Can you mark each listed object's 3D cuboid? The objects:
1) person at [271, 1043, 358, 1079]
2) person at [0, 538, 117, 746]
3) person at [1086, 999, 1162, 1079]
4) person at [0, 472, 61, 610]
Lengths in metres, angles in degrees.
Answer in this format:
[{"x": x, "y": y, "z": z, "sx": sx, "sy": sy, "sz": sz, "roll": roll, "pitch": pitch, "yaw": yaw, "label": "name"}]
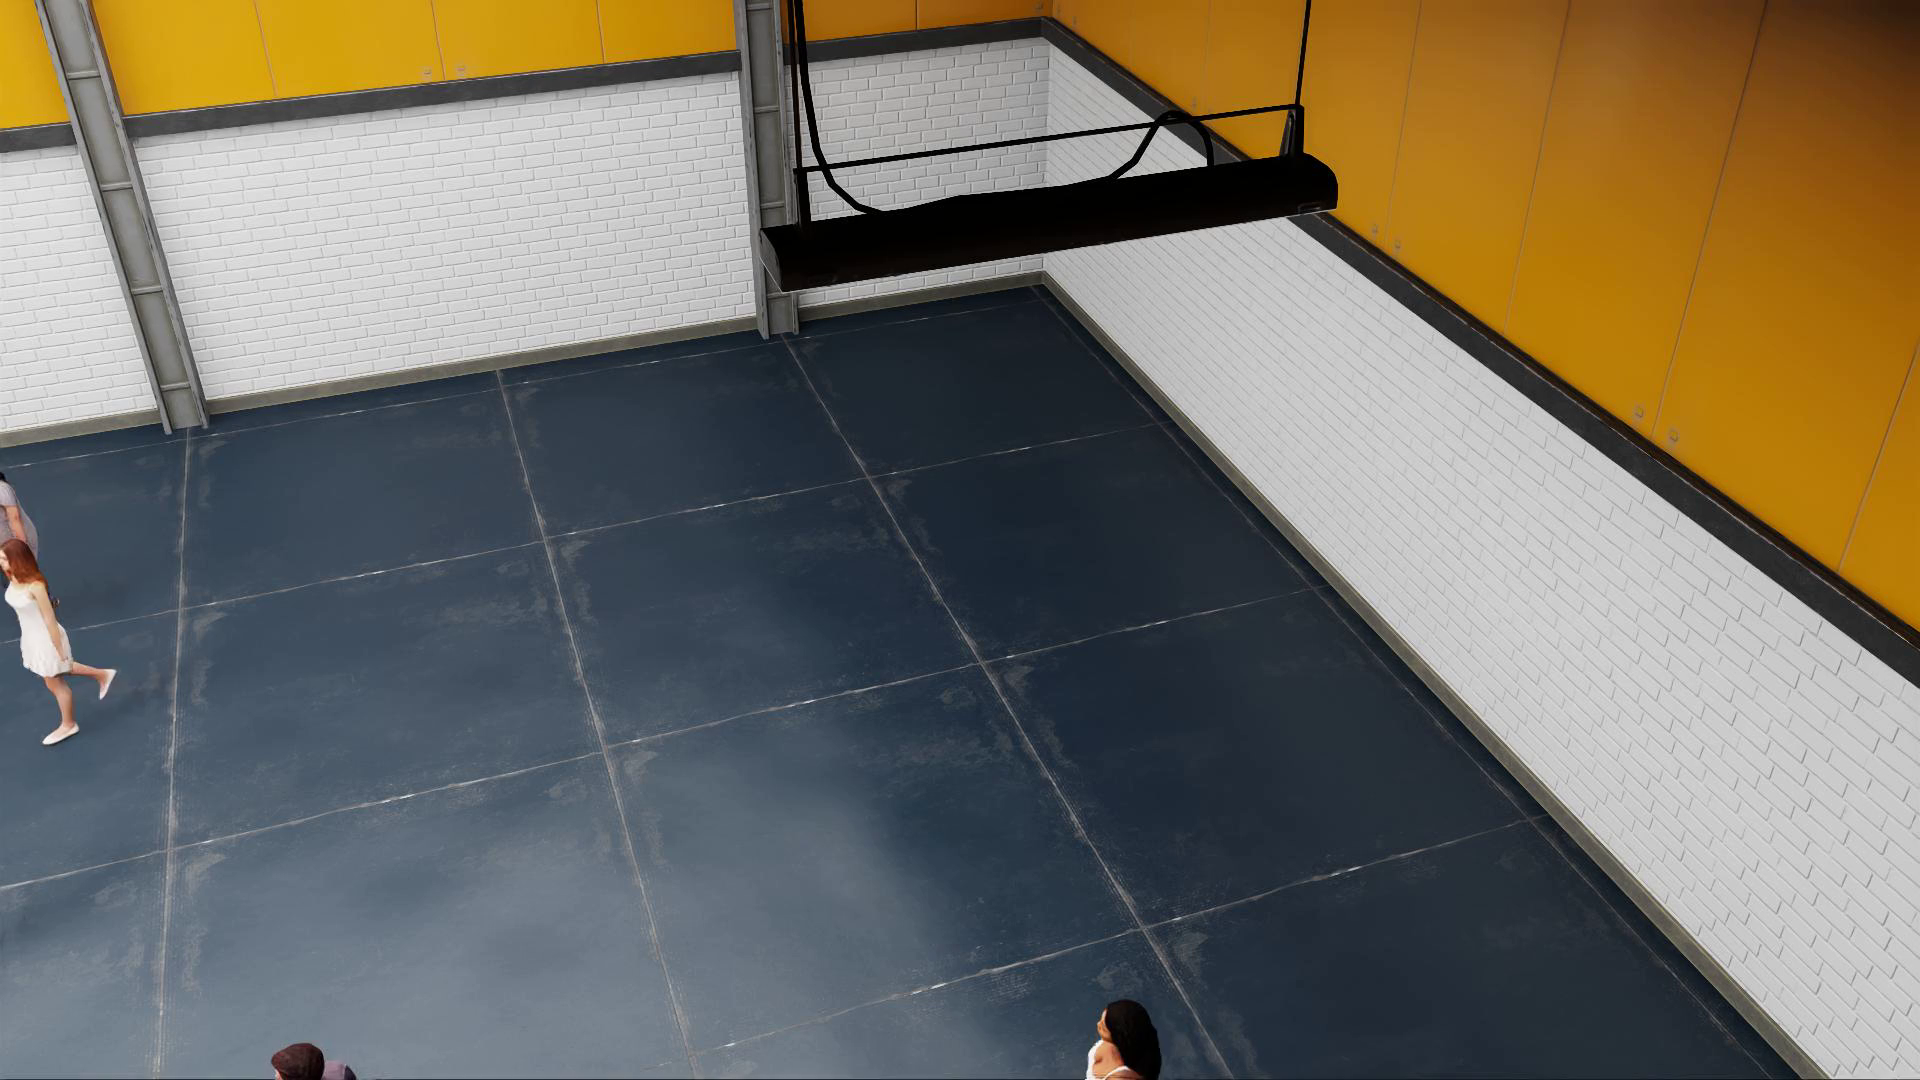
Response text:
[{"x": -2.988, "y": 3.148, "z": 8.306, "sx": 1.245, "sy": 1.806, "sz": 0.972, "roll": 2, "pitch": 34, "yaw": 2, "label": "person"}, {"x": -6.592, "y": 0.673, "z": 12.123, "sx": 0.833, "sy": 1.701, "sz": 0.983, "roll": 24, "pitch": 40, "yaw": 31, "label": "person"}, {"x": 0.922, "y": 2.997, "z": 8.544, "sx": 0.919, "sy": 1.794, "sz": 0.847, "roll": 7, "pitch": 34, "yaw": 11, "label": "person"}, {"x": -7.532, "y": -0.054, "z": 13.319, "sx": 0.752, "sy": 1.589, "sz": 0.782, "roll": 27, "pitch": 42, "yaw": 34, "label": "person"}]
